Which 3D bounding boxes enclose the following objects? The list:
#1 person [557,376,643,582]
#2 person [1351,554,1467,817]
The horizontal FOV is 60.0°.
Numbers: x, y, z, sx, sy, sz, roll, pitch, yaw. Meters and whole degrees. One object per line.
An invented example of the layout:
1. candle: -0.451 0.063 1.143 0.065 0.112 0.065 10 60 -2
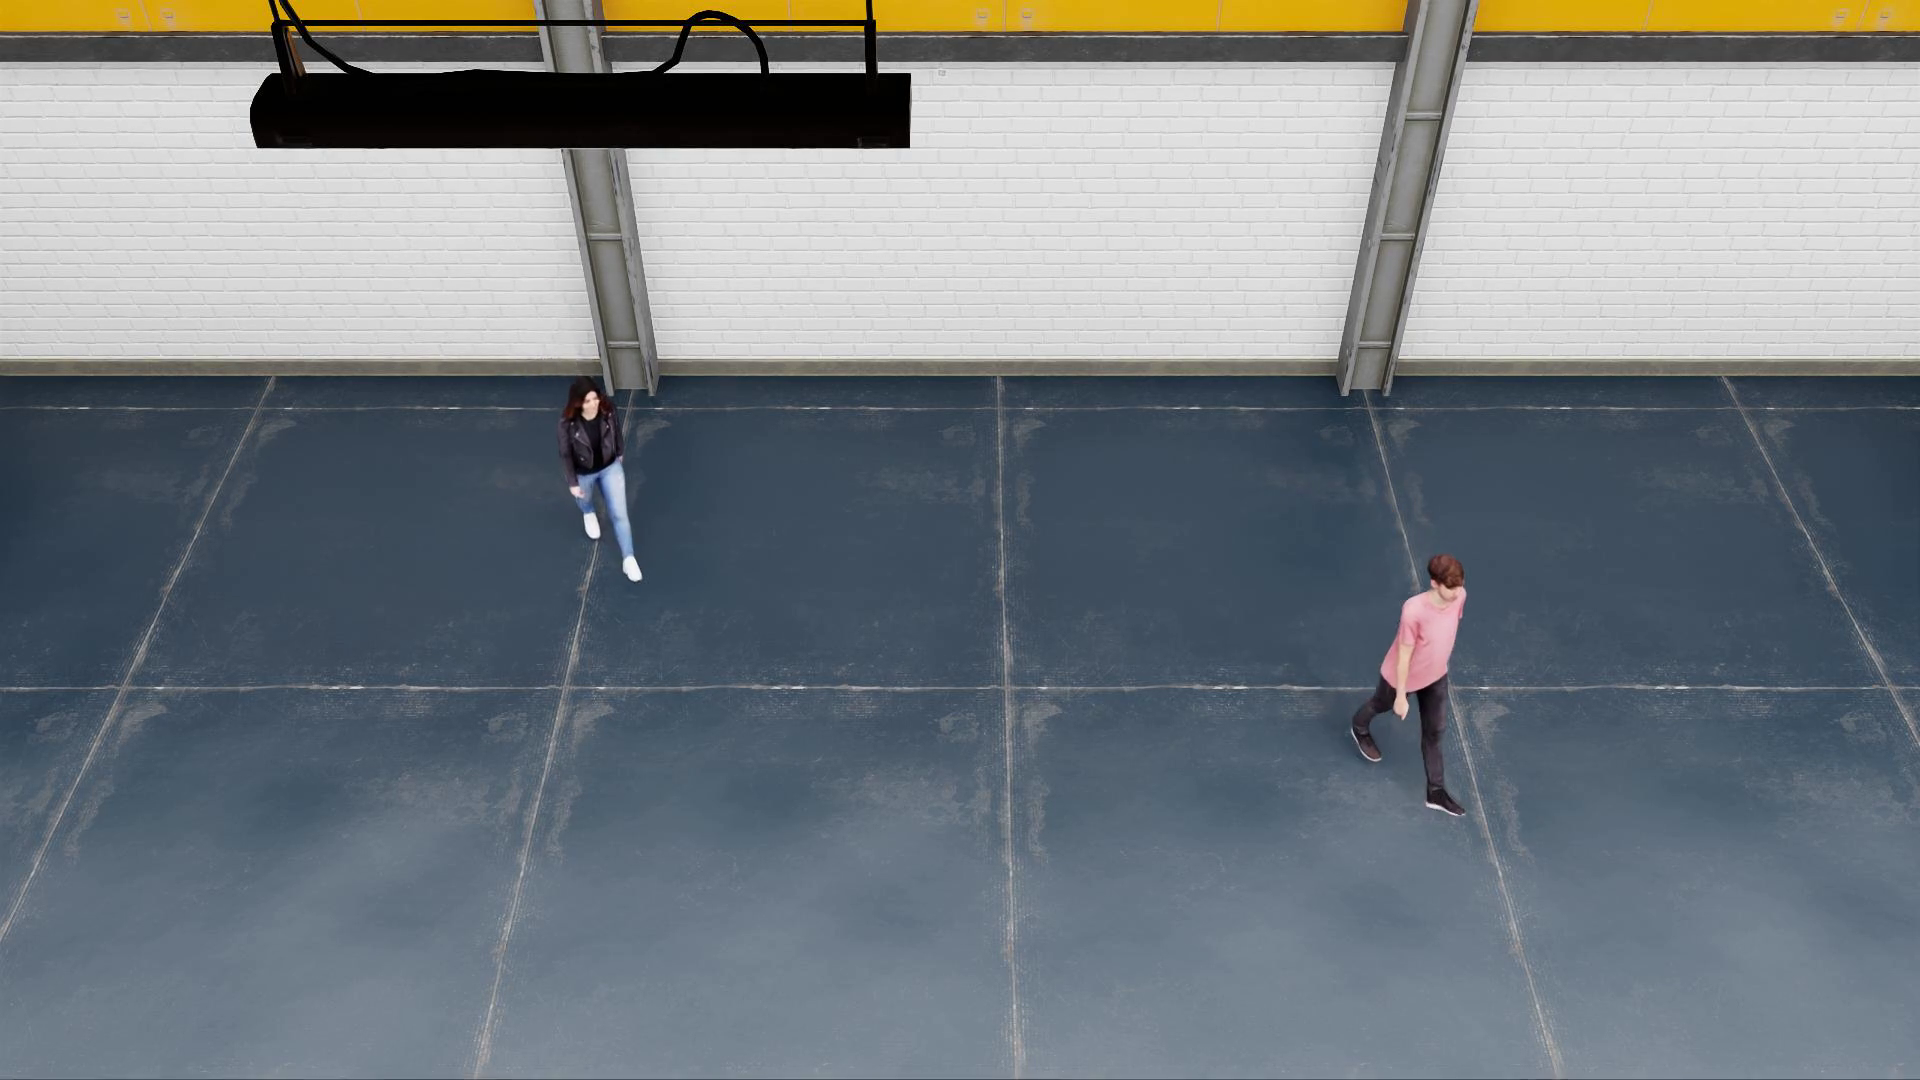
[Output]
1. person: -2.614 -0.530 11.745 1.162 1.583 1.027 -18 46 -18
2. person: 2.714 0.753 10.164 1.240 1.907 1.089 -19 47 -19
